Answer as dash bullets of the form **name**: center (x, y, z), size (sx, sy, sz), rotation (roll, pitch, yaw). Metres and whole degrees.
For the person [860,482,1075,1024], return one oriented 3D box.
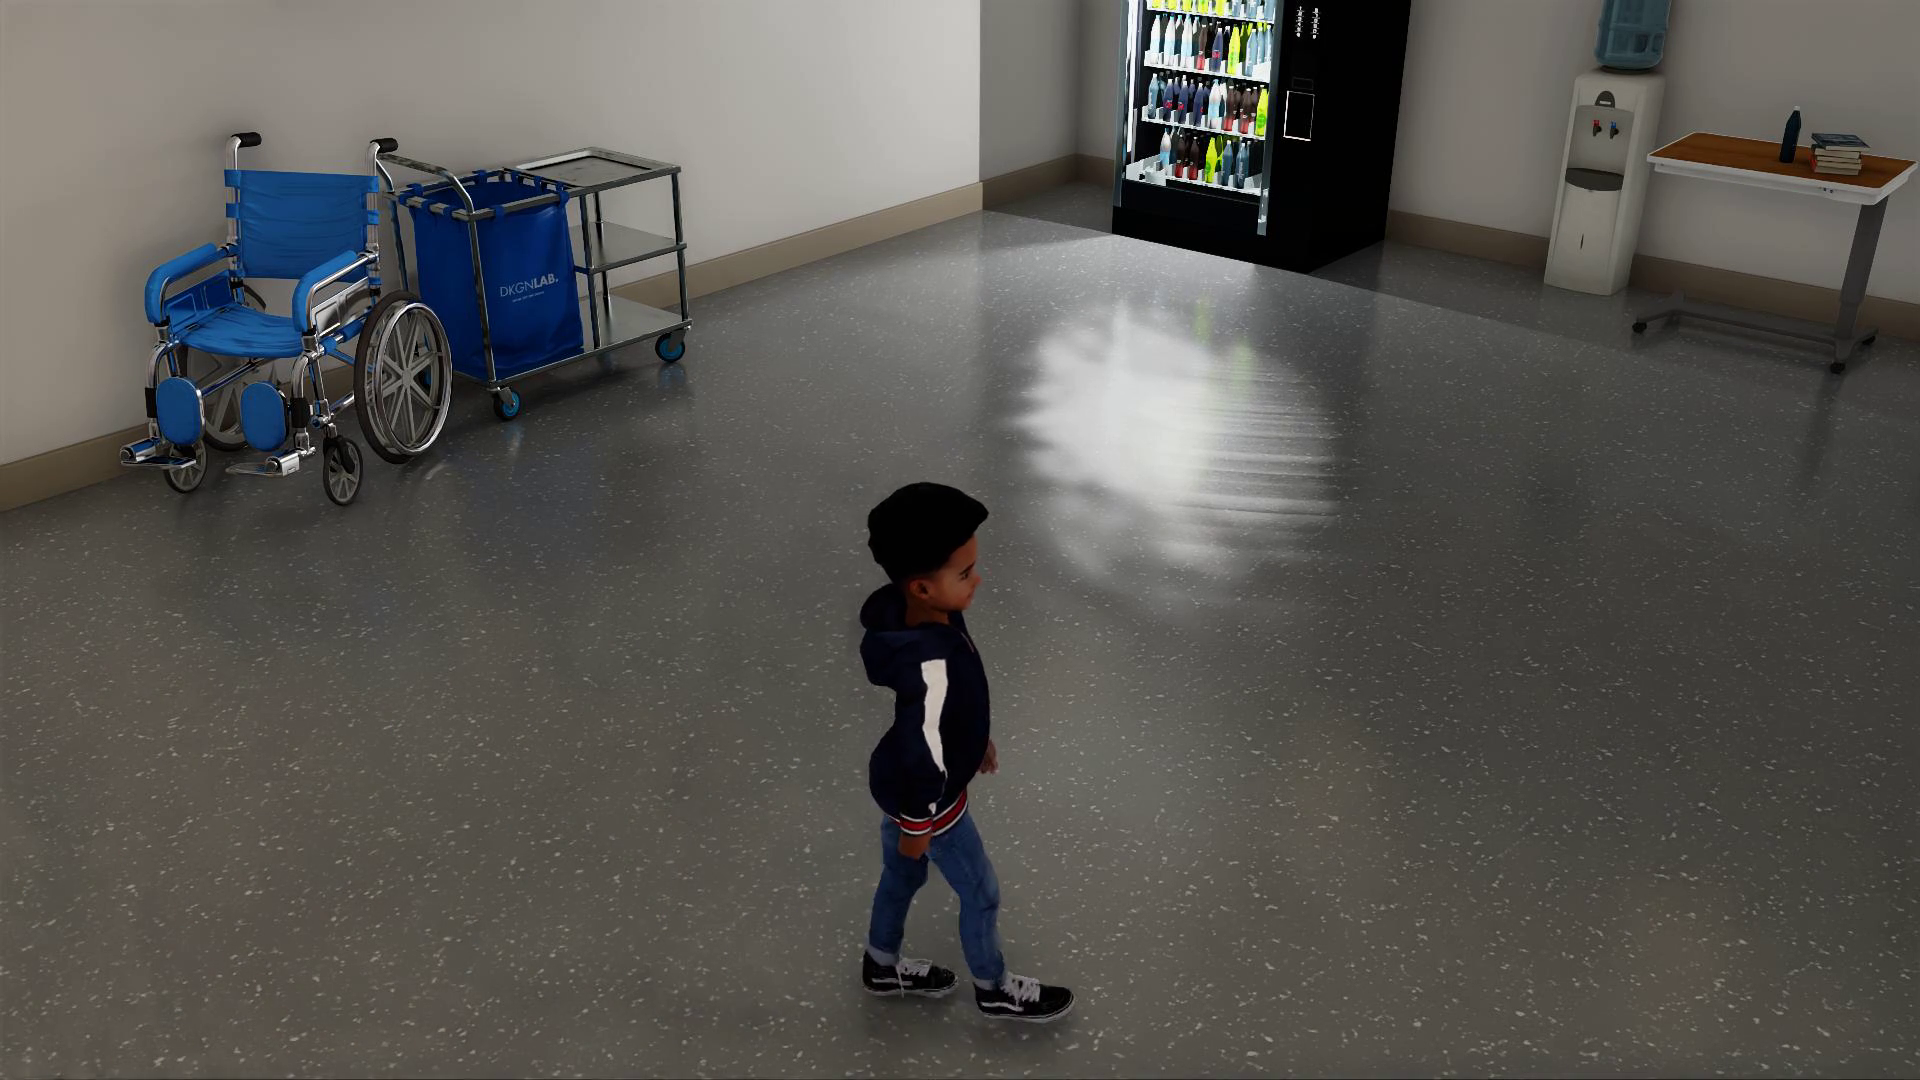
- **person**: center (-0.118, 0.449, 3.335), size (0.779, 1.209, 0.713), rotation (-1, 26, -2)
